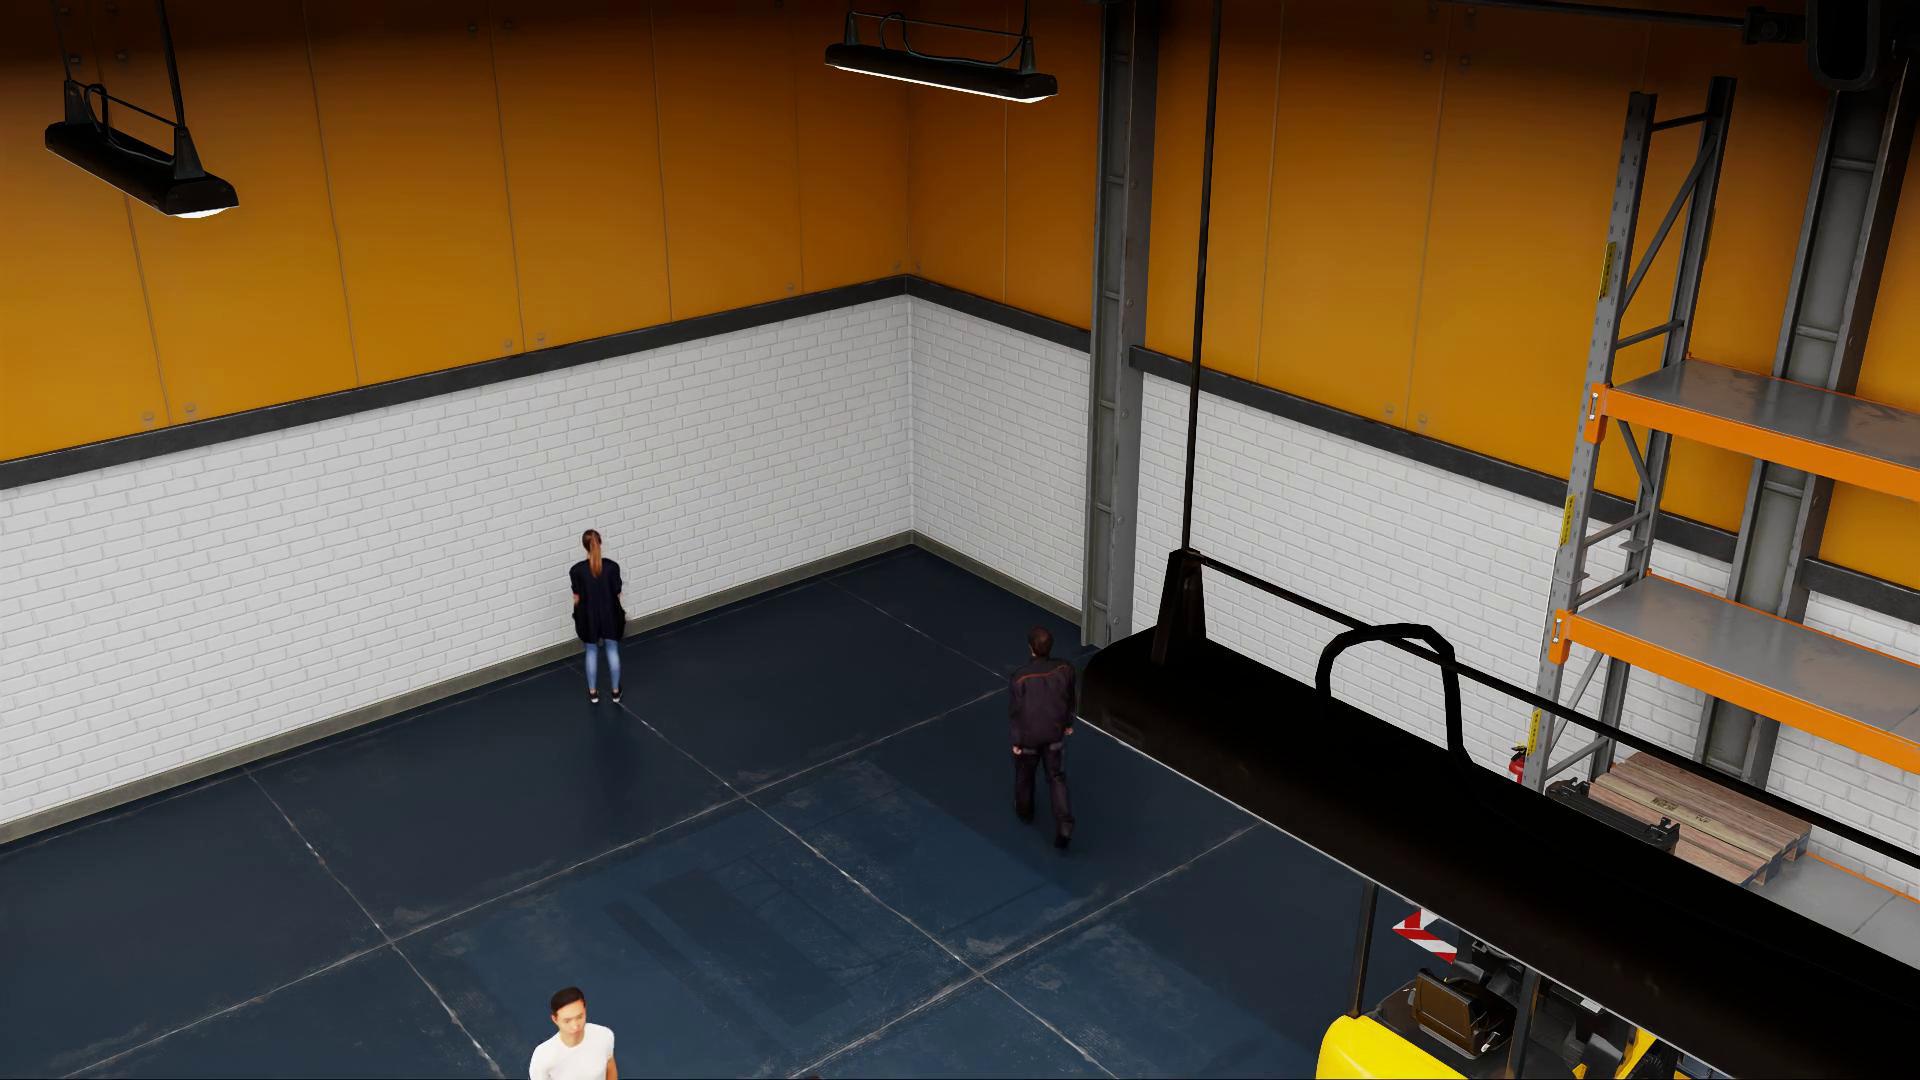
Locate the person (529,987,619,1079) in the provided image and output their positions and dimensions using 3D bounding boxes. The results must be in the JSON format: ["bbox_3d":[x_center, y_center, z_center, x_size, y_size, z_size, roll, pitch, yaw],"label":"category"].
[{"bbox_3d":[-2.108,3.158,9.096,0.721,1.778,1.122,-15,28,-31],"label":"person"}]

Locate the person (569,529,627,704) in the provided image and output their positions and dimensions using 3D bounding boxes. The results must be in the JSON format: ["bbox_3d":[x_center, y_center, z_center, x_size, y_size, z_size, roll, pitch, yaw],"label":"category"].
[{"bbox_3d":[-3.207,0.686,14.869,0.721,1.682,0.732,-5,24,-10],"label":"person"}]

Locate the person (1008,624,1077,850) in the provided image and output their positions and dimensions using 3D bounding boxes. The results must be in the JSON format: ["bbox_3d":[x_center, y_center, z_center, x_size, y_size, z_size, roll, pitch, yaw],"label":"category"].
[{"bbox_3d":[0.656,1.531,12.775,1.025,1.812,1.238,-6,24,-14],"label":"person"}]
